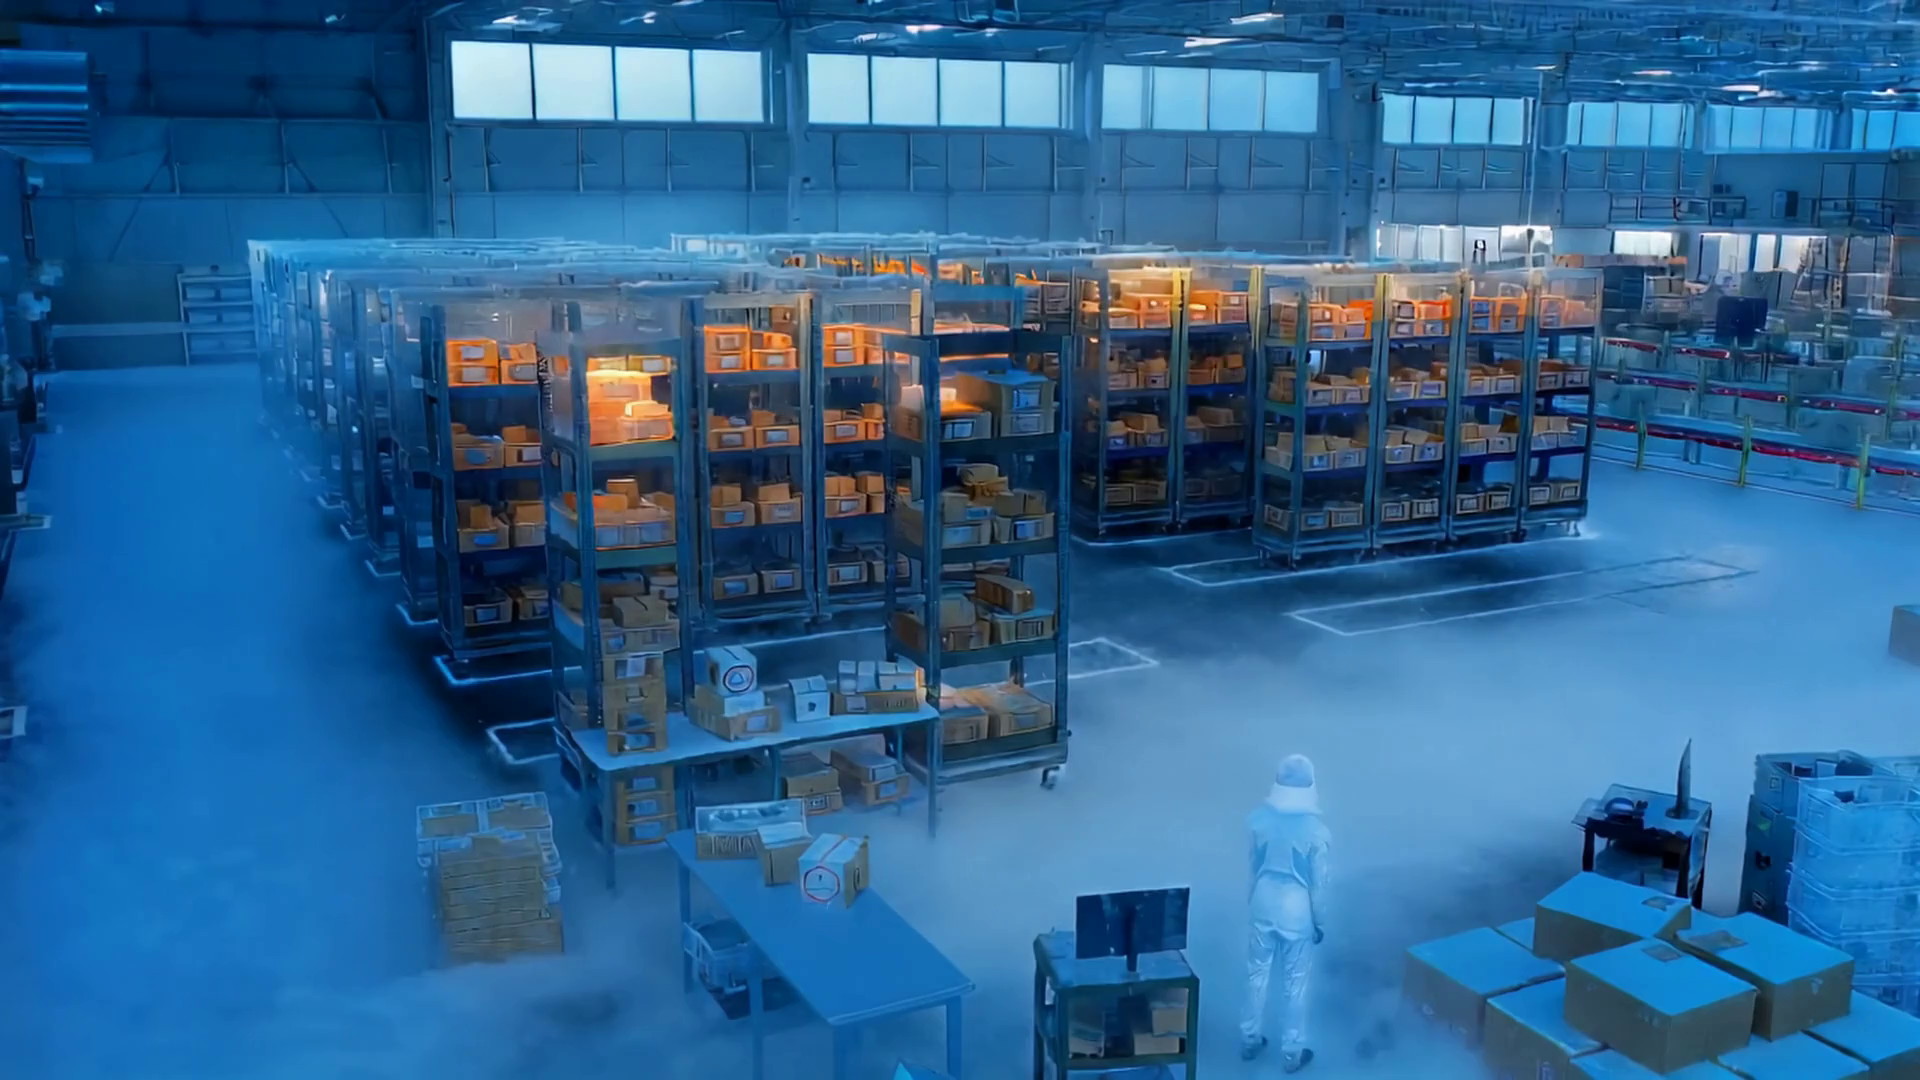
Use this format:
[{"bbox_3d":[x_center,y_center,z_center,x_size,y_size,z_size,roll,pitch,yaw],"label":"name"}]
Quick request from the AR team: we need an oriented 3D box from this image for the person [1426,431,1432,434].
[{"bbox_3d":[8.285,-2.488,29.540,0.396,1.879,0.796,-2,12,-11],"label":"person"}]

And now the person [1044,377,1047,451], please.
[{"bbox_3d":[1.338,-1.759,26.212,0.513,1.828,0.597,-5,13,-21],"label":"person"}]

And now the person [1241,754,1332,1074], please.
[{"bbox_3d":[1.748,1.988,8.917,0.480,1.732,0.345,7,14,31],"label":"person"}]
